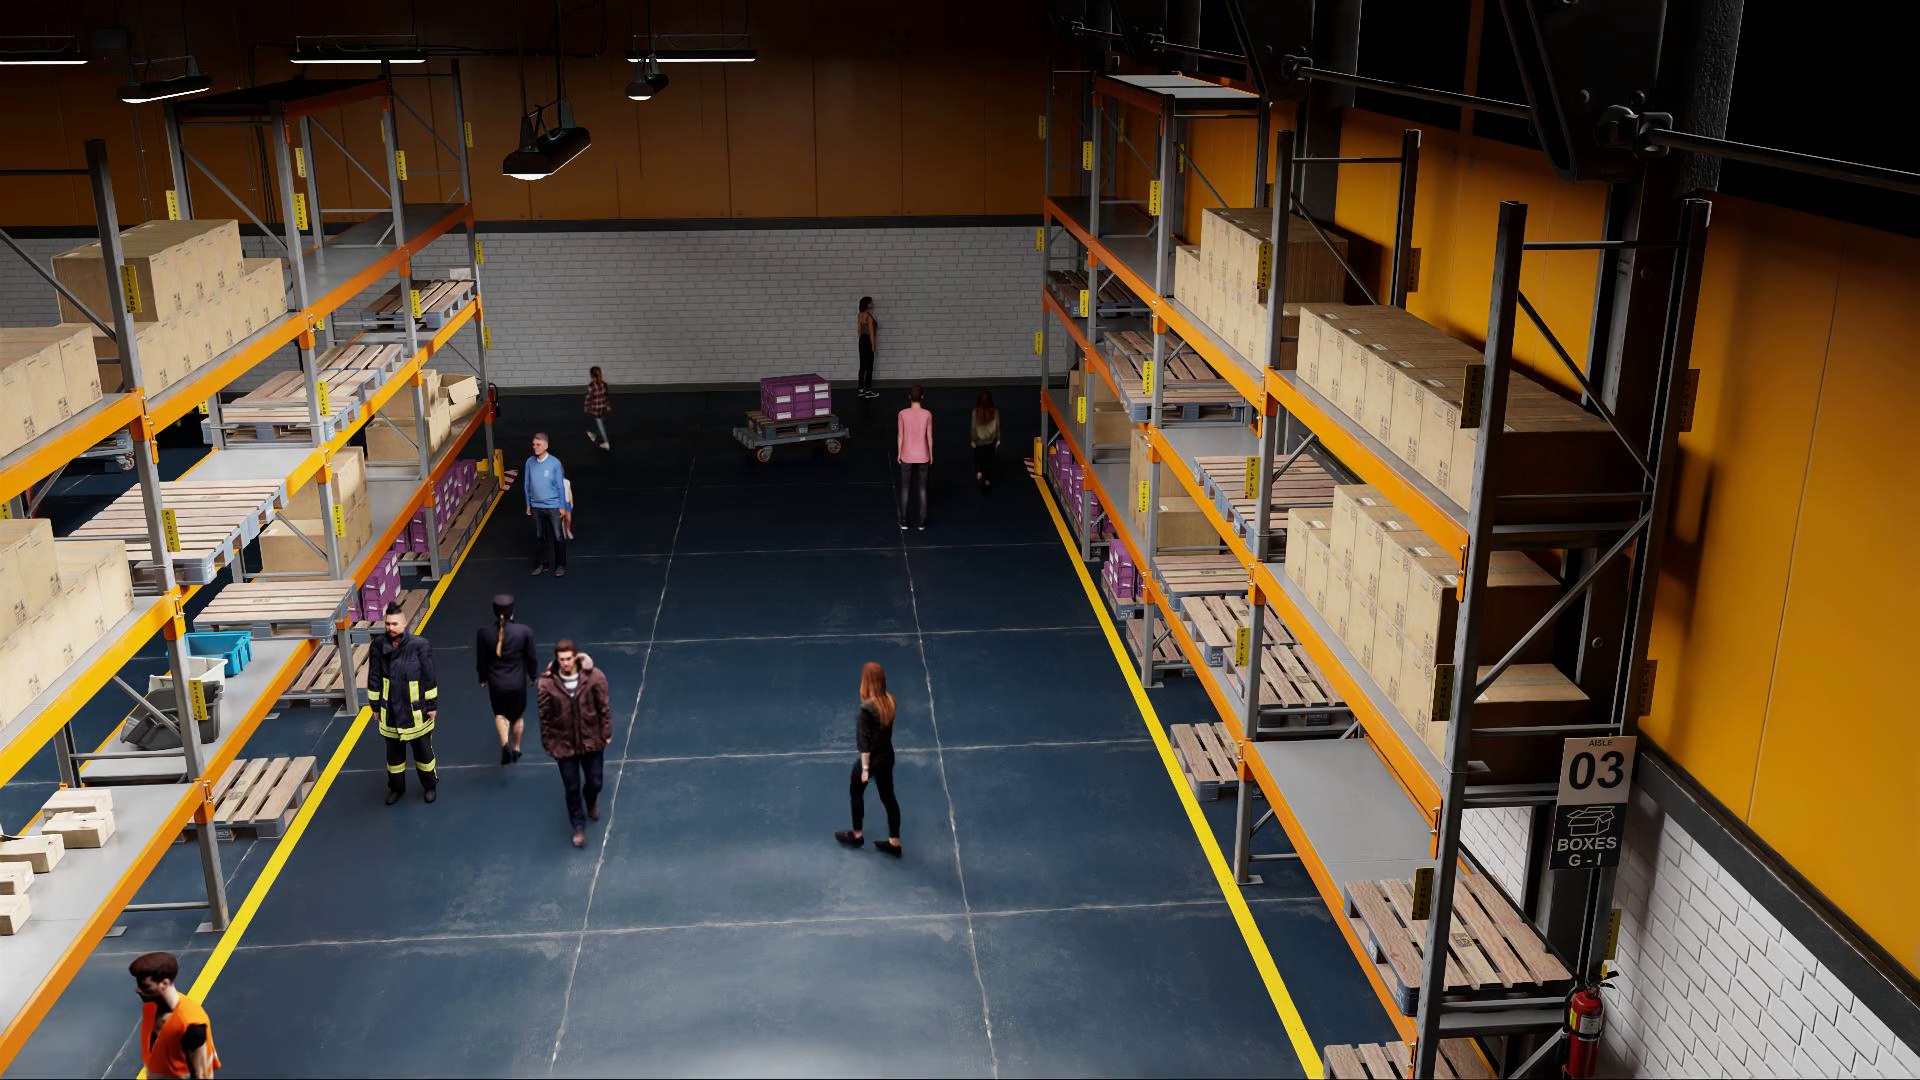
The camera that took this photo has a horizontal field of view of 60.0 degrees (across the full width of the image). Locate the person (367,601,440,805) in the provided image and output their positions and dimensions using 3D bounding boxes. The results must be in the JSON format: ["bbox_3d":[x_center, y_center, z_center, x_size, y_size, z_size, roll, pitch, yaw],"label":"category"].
[{"bbox_3d":[-4.931,1.432,14.769,0.733,1.861,0.653,-1,19,-4],"label":"person"}]

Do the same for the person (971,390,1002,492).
[{"bbox_3d":[0.372,-1.407,23.815,0.611,1.468,0.596,0,19,0],"label":"person"}]

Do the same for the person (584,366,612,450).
[{"bbox_3d":[-5.621,-2.050,26.032,0.942,1.271,0.882,15,24,38],"label":"person"}]

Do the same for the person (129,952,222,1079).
[{"bbox_3d":[-4.431,3.182,9.545,0.785,1.879,0.828,12,22,33],"label":"person"}]

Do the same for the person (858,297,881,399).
[{"bbox_3d":[-1.647,-3.415,29.305,0.755,1.769,0.646,-12,22,-33],"label":"person"}]

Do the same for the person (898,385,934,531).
[{"bbox_3d":[-0.599,-1.097,22.130,0.642,1.957,0.572,0,19,0],"label":"person"}]

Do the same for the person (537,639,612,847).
[{"bbox_3d":[-3.250,1.669,14.112,0.810,1.832,0.846,-4,19,-13],"label":"person"}]

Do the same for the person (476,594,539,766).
[{"bbox_3d":[-4.187,1.340,15.356,0.757,1.660,0.826,-4,19,-13],"label":"person"}]

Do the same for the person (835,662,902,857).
[{"bbox_3d":[-0.624,1.848,13.794,0.957,1.694,0.904,14,23,35],"label":"person"}]

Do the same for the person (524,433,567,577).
[{"bbox_3d":[-5.081,-0.453,20.433,0.722,1.818,0.661,3,19,10],"label":"person"}]
